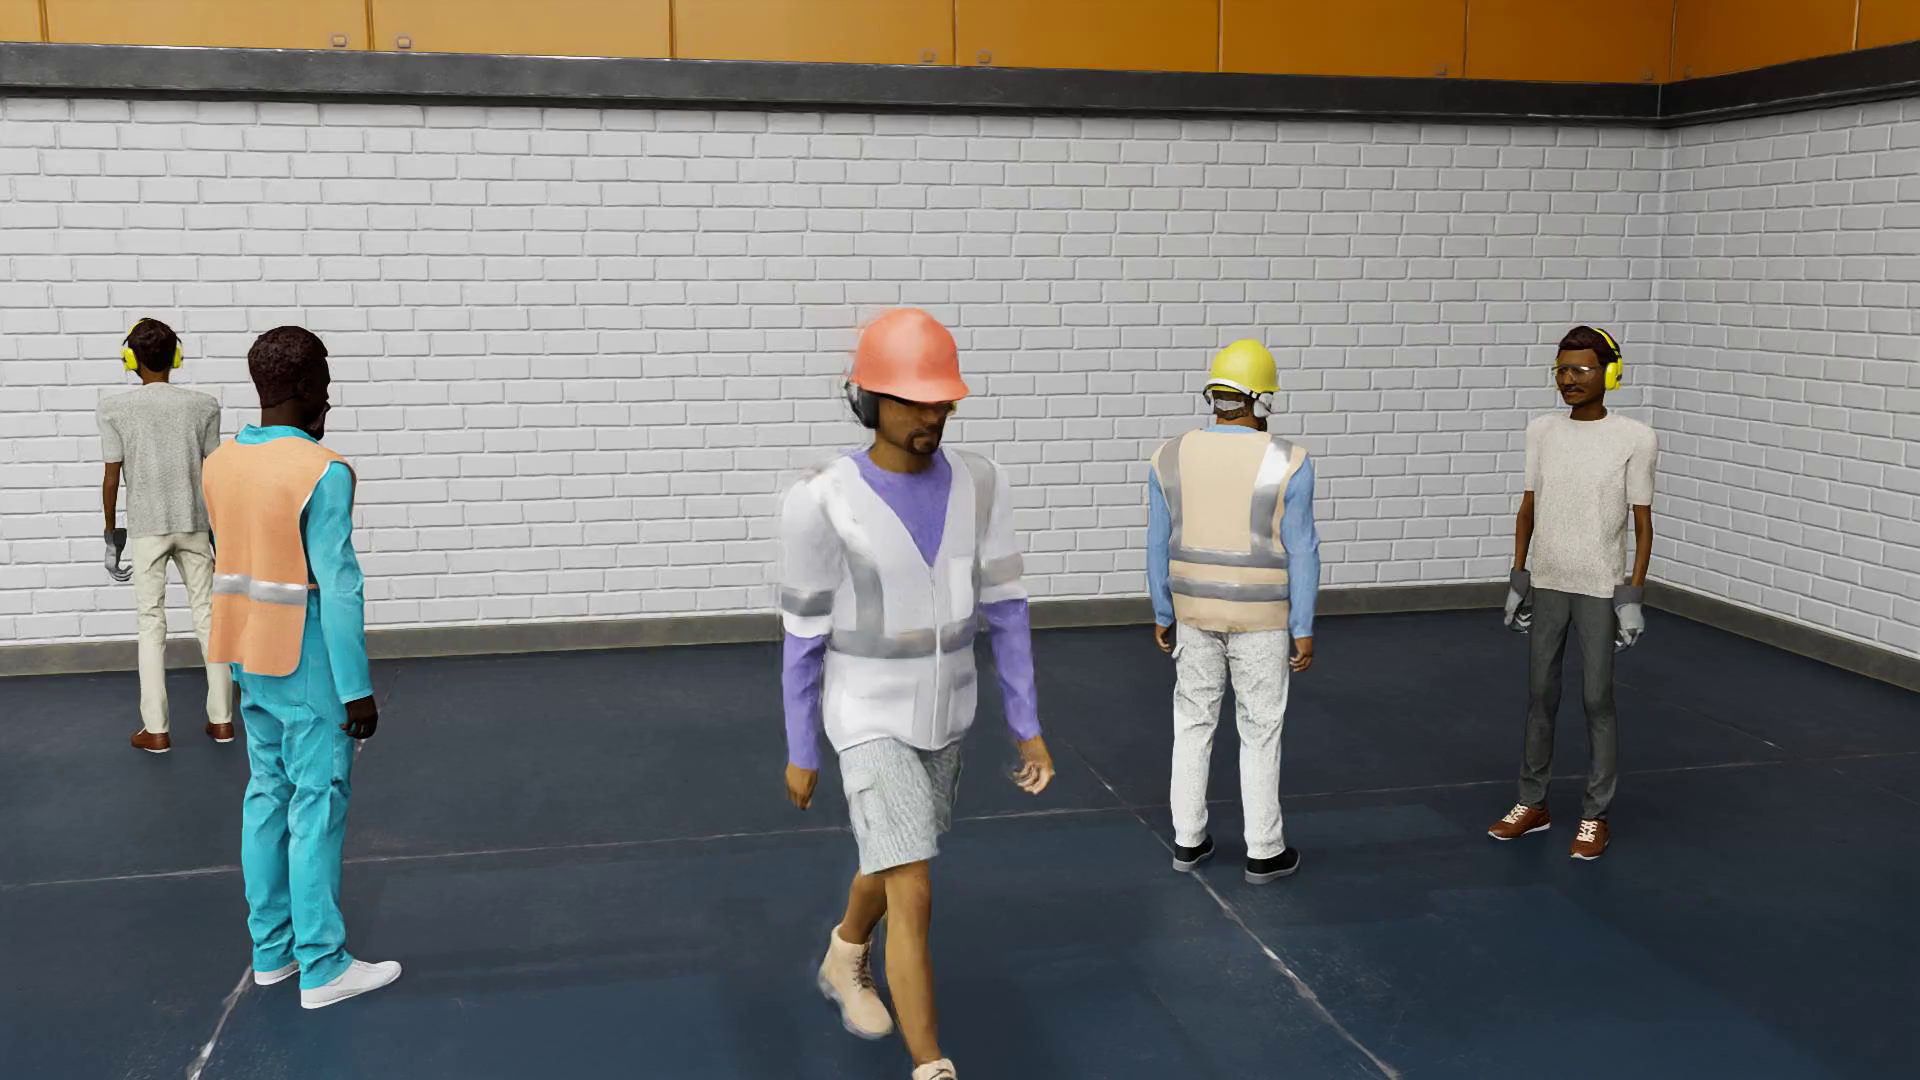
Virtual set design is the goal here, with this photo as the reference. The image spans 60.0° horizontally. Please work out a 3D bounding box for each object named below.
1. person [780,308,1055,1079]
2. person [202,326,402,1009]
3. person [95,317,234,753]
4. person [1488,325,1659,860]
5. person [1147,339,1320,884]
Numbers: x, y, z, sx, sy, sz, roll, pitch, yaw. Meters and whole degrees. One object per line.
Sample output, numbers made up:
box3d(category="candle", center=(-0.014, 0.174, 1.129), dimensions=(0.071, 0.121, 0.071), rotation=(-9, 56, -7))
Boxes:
box3d(category="person", center=(-0.165, 0.419, 4.116), dimensions=(0.608, 1.989, 1.073), rotation=(-6, 11, -34))
box3d(category="person", center=(-1.883, 0.360, 4.690), dimensions=(0.587, 1.911, 0.397), rotation=(6, 11, 34))
box3d(category="person", center=(-3.416, -0.020, 7.167), dimensions=(0.508, 1.861, 0.328), rotation=(-7, 12, -36))
box3d(category="person", center=(2.172, 0.183, 5.883), dimensions=(0.514, 1.872, 0.328), rotation=(9, 13, 44))
box3d(category="person", center=(0.931, 0.240, 5.644), dimensions=(0.596, 1.831, 0.403), rotation=(6, 11, 30))
